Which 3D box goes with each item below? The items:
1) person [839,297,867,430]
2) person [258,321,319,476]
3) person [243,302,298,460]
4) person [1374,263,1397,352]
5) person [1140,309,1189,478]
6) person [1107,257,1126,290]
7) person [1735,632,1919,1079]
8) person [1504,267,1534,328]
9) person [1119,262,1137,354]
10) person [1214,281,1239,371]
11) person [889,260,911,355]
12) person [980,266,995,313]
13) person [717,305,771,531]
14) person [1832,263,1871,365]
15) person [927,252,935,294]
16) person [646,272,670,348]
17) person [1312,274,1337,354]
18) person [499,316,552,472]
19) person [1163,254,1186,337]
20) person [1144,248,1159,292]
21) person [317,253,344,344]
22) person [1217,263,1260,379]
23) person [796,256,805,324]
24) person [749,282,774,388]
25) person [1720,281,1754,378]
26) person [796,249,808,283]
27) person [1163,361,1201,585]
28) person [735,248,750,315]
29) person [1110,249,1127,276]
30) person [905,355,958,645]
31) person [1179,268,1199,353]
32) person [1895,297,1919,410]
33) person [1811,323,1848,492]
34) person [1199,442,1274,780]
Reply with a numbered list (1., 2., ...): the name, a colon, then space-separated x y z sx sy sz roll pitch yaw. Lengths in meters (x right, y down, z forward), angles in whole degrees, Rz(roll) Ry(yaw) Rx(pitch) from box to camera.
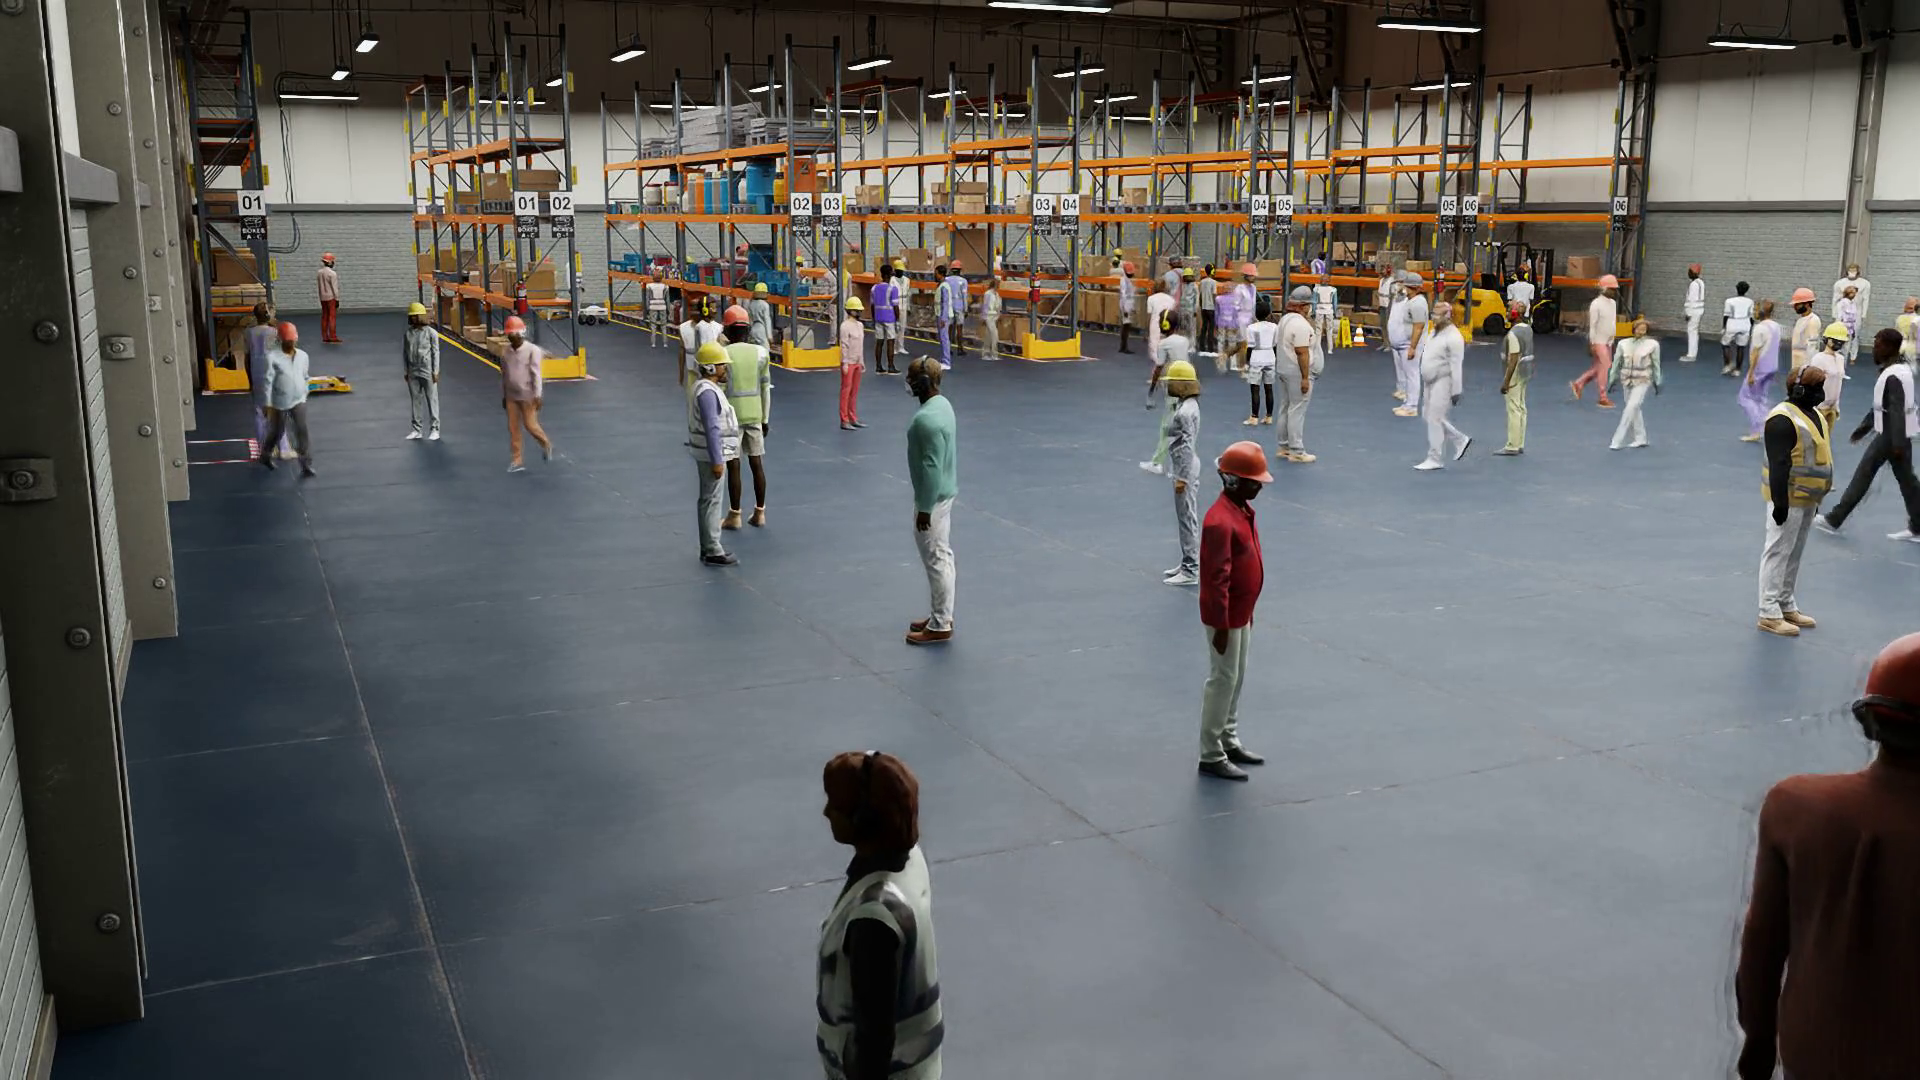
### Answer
1. person: -1.420 -2.358 22.215 0.330 1.769 0.526 5 12 25
2. person: -7.476 -1.570 18.370 0.858 1.713 0.569 8 14 36
3. person: -8.085 -1.849 19.433 0.506 1.843 0.350 2 11 8
4. person: 8.891 -4.825 34.589 0.392 1.836 0.561 -3 11 -13
5. person: 2.229 -1.596 18.175 0.886 1.829 0.544 10 15 40
6. person: 4.115 -6.561 43.671 0.537 1.724 0.491 1 11 5
7. person: 2.012 1.182 3.718 0.647 1.979 0.619 -7 13 -33
8. person: 10.509 -4.186 31.259 0.520 1.865 0.332 3 11 13
9. person: 3.450 -4.767 34.176 0.461 1.886 0.671 7 13 31
10. person: 4.899 -3.913 30.446 0.513 1.637 0.309 6 13 28
11. person: -1.248 -4.756 33.997 0.594 1.922 0.386 -9 14 -38
12. person: 0.695 -6.329 42.205 0.539 1.849 0.618 -6 12 -27
13. person: -2.015 -1.107 15.148 0.605 2.045 0.378 -8 13 -34
14. person: 16.885 -4.278 31.574 0.623 1.932 0.365 6 13 29
15. person: -0.967 -8.304 52.758 0.307 1.641 0.513 5 12 25
16. person: -6.461 -4.923 35.600 0.509 1.629 0.315 -3 12 -15
17. person: 7.440 -4.606 33.963 0.510 1.640 0.308 2 11 8
18. person: -4.904 -1.647 18.658 0.579 1.736 0.578 5 12 22
19. person: 4.454 -4.956 34.719 0.686 2.000 0.535 -9 14 -38
20. person: 4.875 -6.459 42.350 0.373 2.043 0.615 -3 11 -13
21. person: -13.919 -5.327 36.750 0.622 1.989 0.406 7 13 33
22. person: 4.855 -3.807 28.952 0.763 2.019 0.629 8 14 36
23. person: -4.186 -6.475 43.172 0.351 1.759 0.523 -2 11 -10
24. person: -3.274 -3.376 27.474 0.315 1.737 0.485 -11 15 -44
25. person: 13.655 -3.699 29.232 0.560 1.678 0.531 2 11 8
26. person: -5.068 -8.280 52.383 0.575 1.739 0.349 -2 11 -10
27. person: 1.721 -0.522 12.944 0.321 1.742 0.492 2 11 9
28. person: -6.136 -7.244 46.756 0.678 1.871 0.738 0 11 0
29. person: 4.260 -6.898 44.905 0.627 1.910 0.419 -5 12 -25
30. person: -0.193 -0.265 11.138 0.355 1.938 0.634 1 11 5
31. person: 4.714 -4.750 34.427 0.304 1.743 0.494 -9 14 -38
32. person: 13.948 -2.743 24.489 0.315 1.641 0.514 -3 12 -15
33. person: 8.910 -1.353 17.121 0.524 1.764 0.329 -8 13 -34
34. person: 1.407 0.356 8.497 0.352 1.738 0.574 4 12 22
